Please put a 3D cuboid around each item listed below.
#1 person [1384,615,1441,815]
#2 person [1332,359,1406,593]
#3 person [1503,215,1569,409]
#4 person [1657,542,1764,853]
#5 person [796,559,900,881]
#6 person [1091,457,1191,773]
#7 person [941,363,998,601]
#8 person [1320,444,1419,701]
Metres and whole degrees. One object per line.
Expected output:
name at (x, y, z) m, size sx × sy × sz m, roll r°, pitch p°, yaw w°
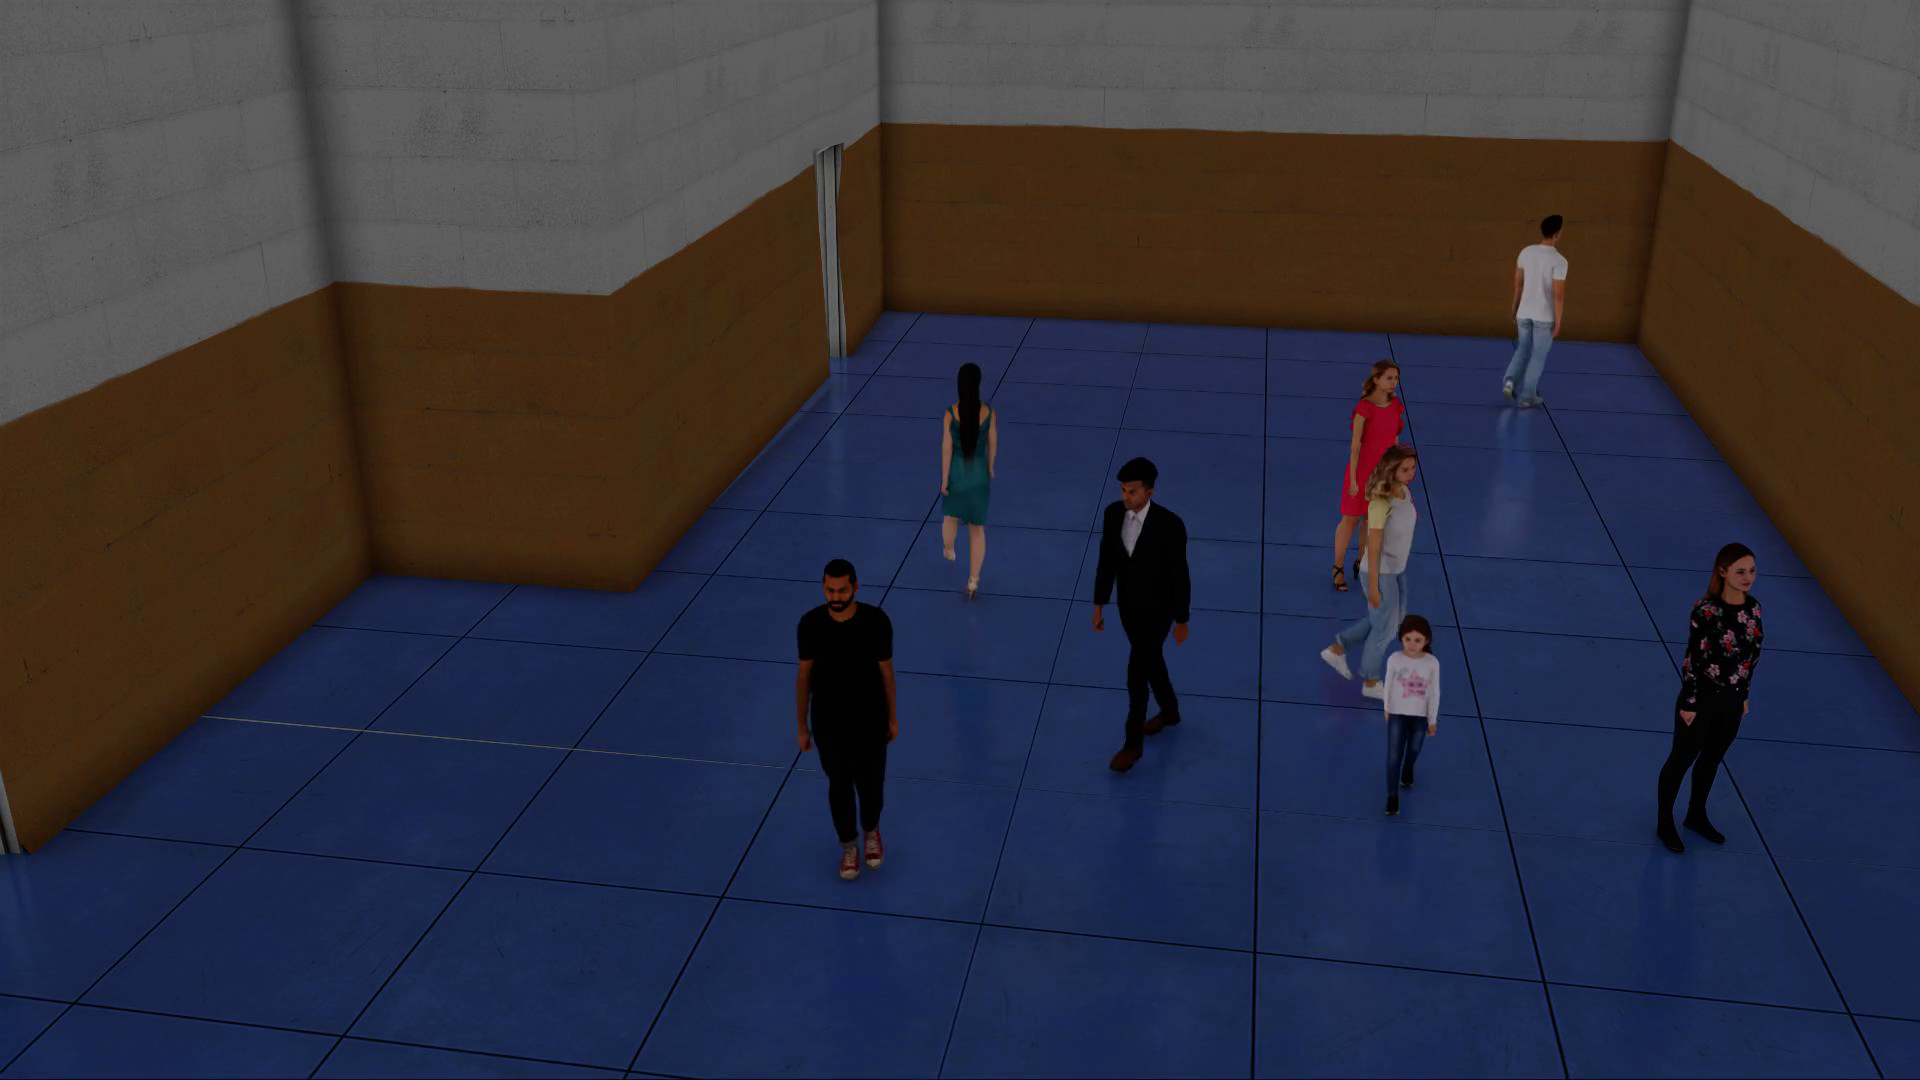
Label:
person at (2.488, 0.916, 9.167) m, size 0.715 × 1.087 × 0.507 m, roll 5°, pitch 22°, yaw 12°
person at (2.876, -0.463, 11.756) m, size 0.650 × 1.716 × 0.731 m, roll -10°, pitch 24°, yaw -24°
person at (5.406, -2.136, 15.739) m, size 0.897 × 1.849 × 0.838 m, roll -14°, pitch 26°, yaw -32°
person at (3.903, 0.828, 8.652) m, size 0.592 × 1.634 × 0.704 m, roll -7°, pitch 23°, yaw -17°
person at (-0.550, 0.869, 8.401) m, size 0.614 × 1.746 × 0.754 m, roll 0°, pitch 22°, yaw 0°
person at (1.130, 0.374, 9.538) m, size 1.120 × 1.816 × 1.094 m, roll -18°, pitch 28°, yaw -37°
person at (0.074, -0.374, 11.615) m, size 0.996 × 1.656 × 0.851 m, roll -4°, pitch 22°, yaw -10°
person at (2.466, 0.213, 10.076) m, size 0.875 × 1.698 × 0.784 m, roll 11°, pitch 25°, yaw 26°
